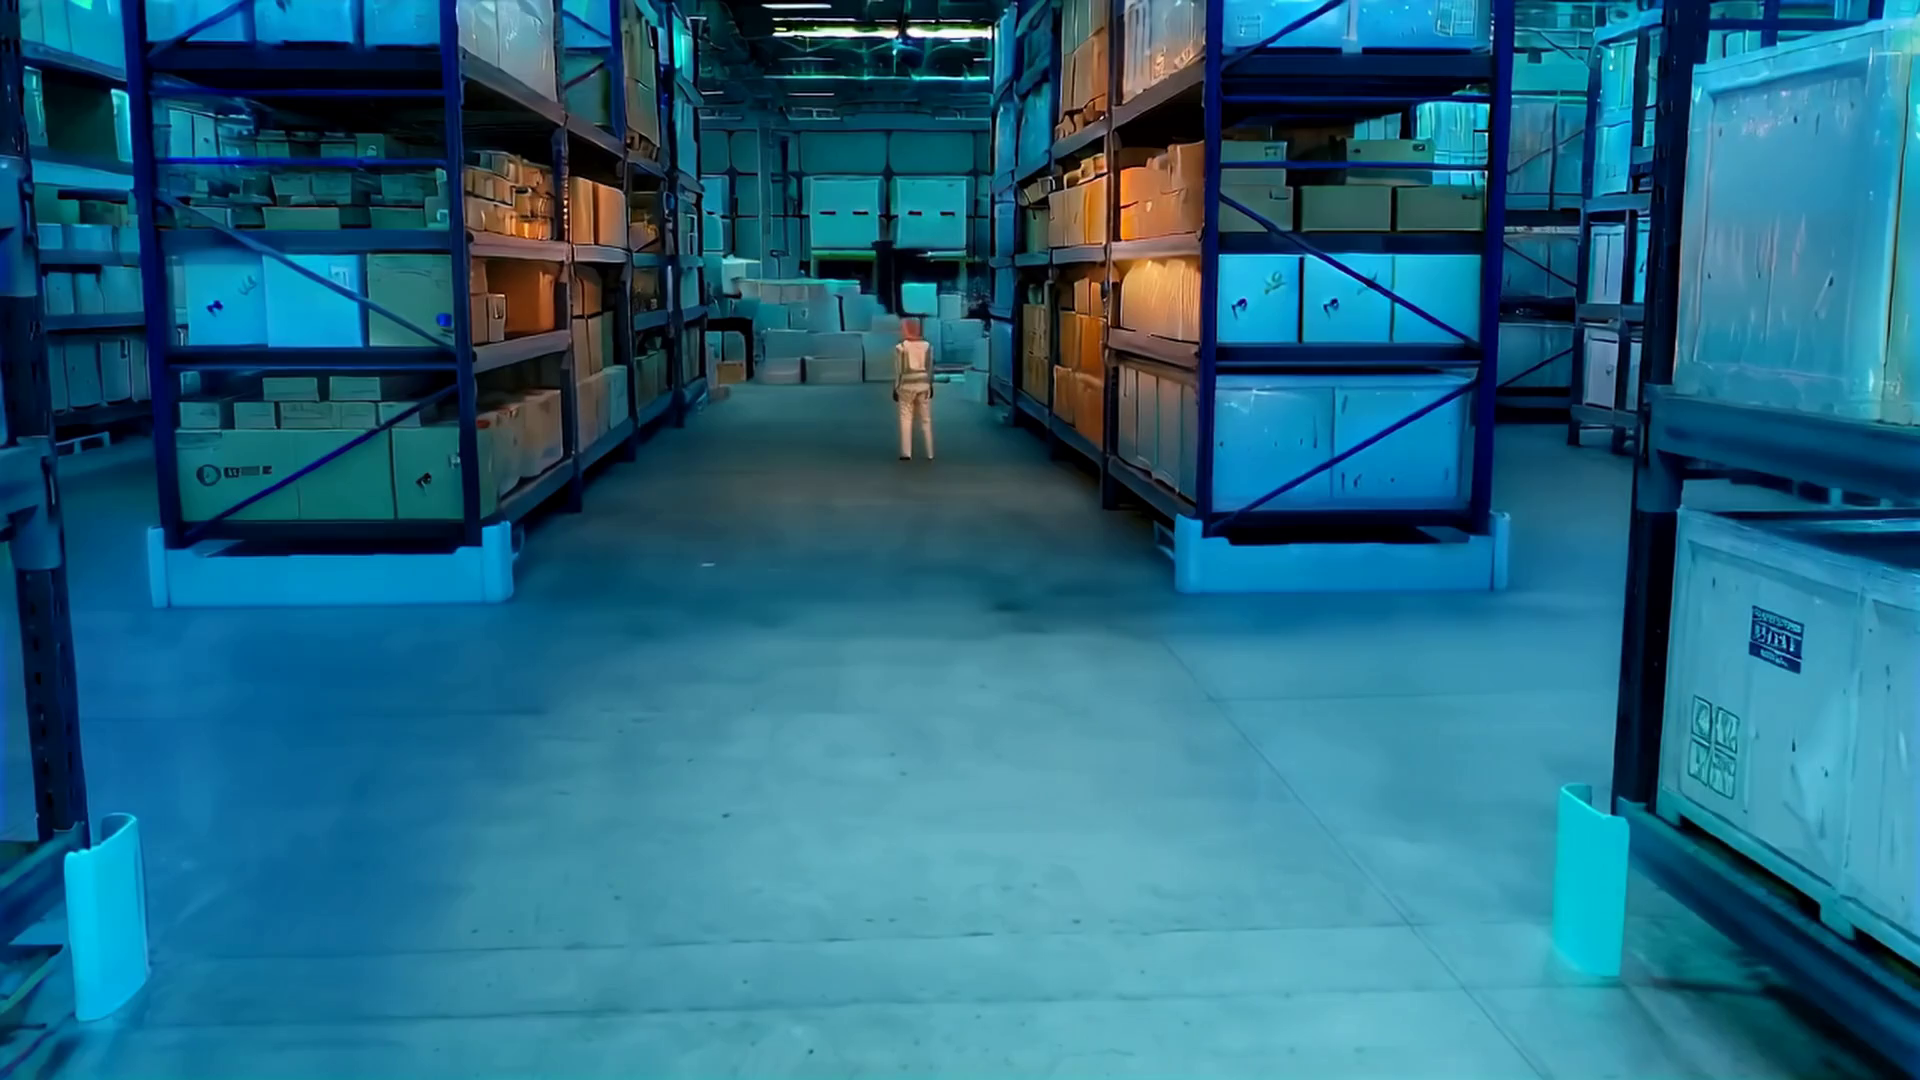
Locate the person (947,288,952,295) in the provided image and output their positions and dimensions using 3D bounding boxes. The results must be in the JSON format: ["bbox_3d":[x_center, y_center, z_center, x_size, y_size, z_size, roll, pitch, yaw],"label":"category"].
[{"bbox_3d":[-0.435,-9.408,67.451,0.901,1.589,0.510,-2,9,-11],"label":"person"}]

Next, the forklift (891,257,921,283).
[{"bbox_3d":[-1.475,-6.327,44.059,1.129,2.768,1.873,-1,9,-4],"label":"forklift"}]

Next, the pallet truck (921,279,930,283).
[{"bbox_3d":[-0.932,-8.922,63.114,1.885,1.965,0.823,2,9,13],"label":"pallet truck"}]

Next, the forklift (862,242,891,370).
[{"bbox_3d":[-1.688,-5.088,36.276,1.873,2.768,1.129,-1,9,-4],"label":"forklift"}]

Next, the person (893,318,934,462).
[{"bbox_3d":[-0.519,-1.697,18.907,0.511,1.630,0.315,-5,10,-28],"label":"person"}]

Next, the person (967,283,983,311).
[{"bbox_3d":[0.616,-8.406,60.382,0.584,1.830,0.979,4,10,25],"label":"person"}]

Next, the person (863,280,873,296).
[{"bbox_3d":[-3.187,-8.047,57.807,0.371,1.941,0.627,-2,9,-15],"label":"person"}]
